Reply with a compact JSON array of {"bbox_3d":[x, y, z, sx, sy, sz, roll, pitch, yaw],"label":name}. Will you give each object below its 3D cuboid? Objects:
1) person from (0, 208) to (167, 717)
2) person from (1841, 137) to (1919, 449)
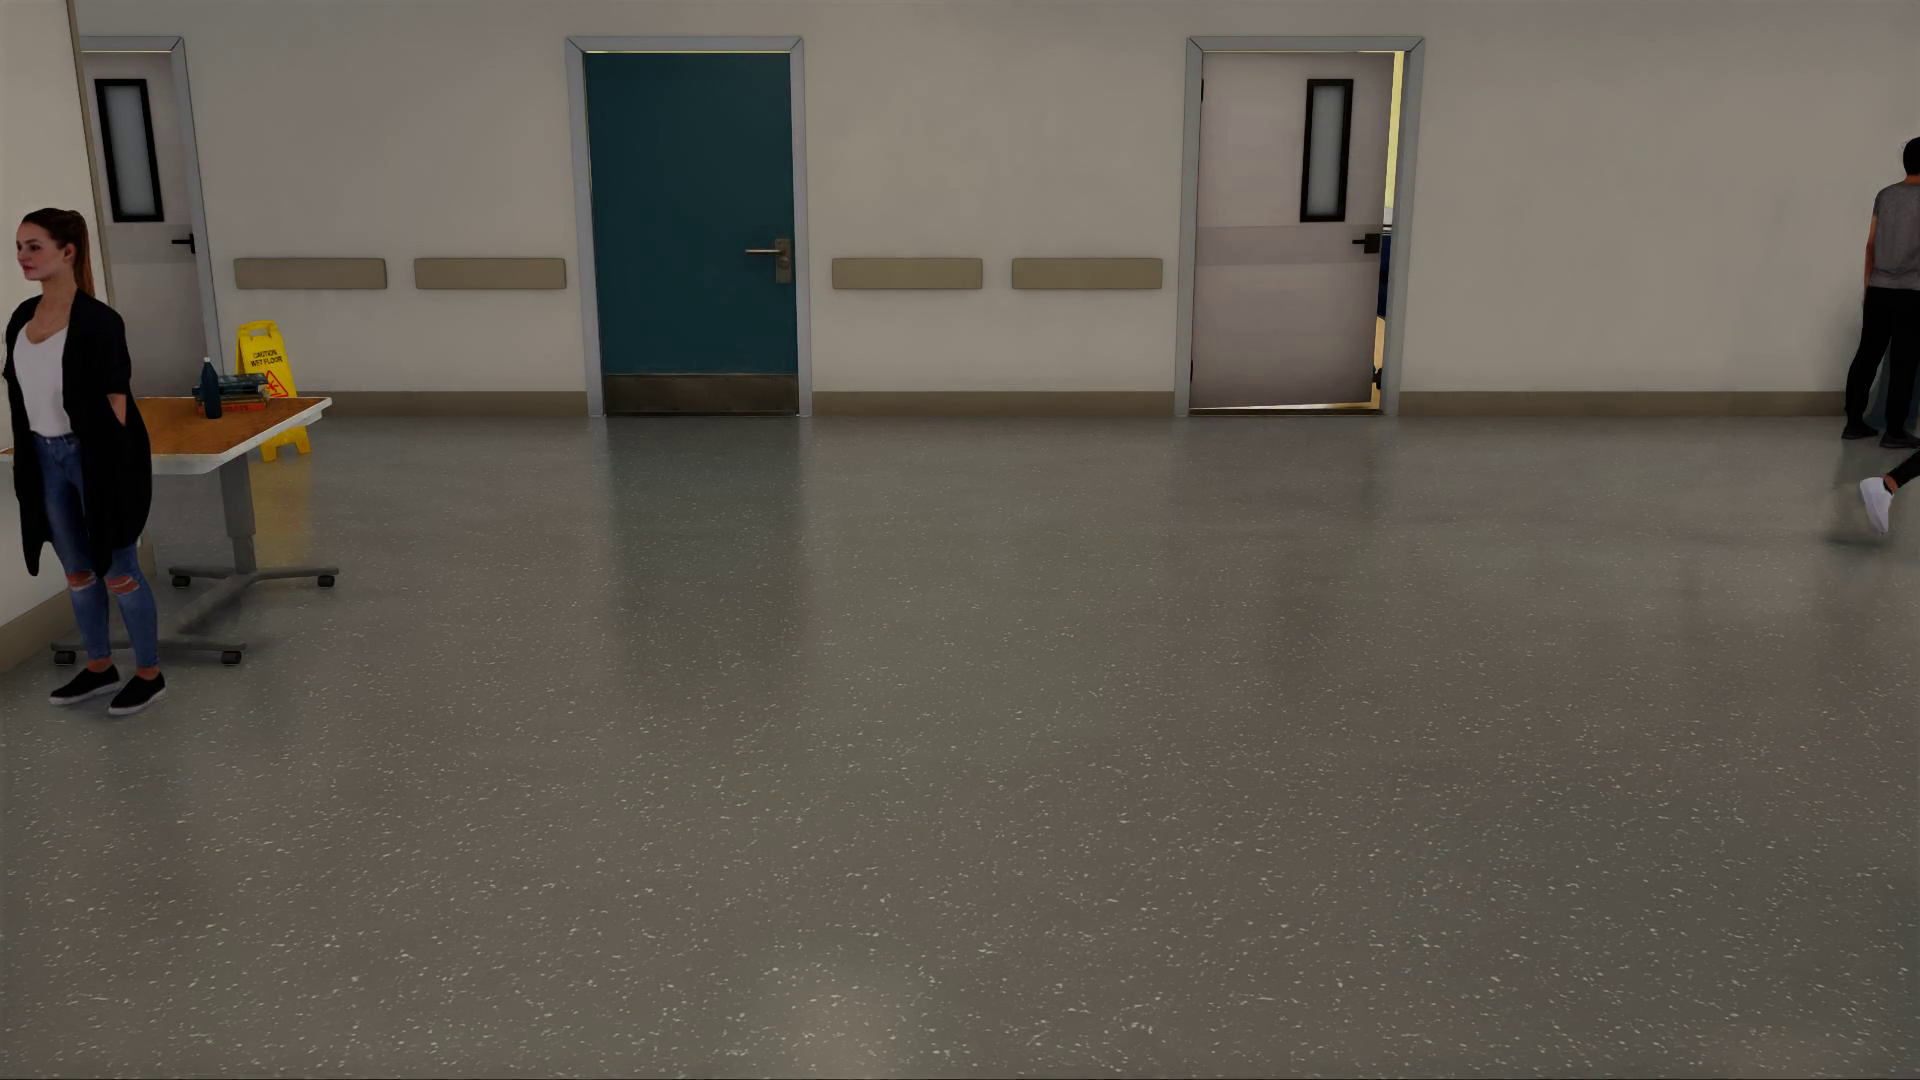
[{"bbox_3d":[-2.924,-0.262,5.577,0.597,1.684,0.754,5,16,17],"label":"person"},{"bbox_3d":[5.415,-1.431,9.596,0.649,1.754,0.686,-6,17,-20],"label":"person"}]
